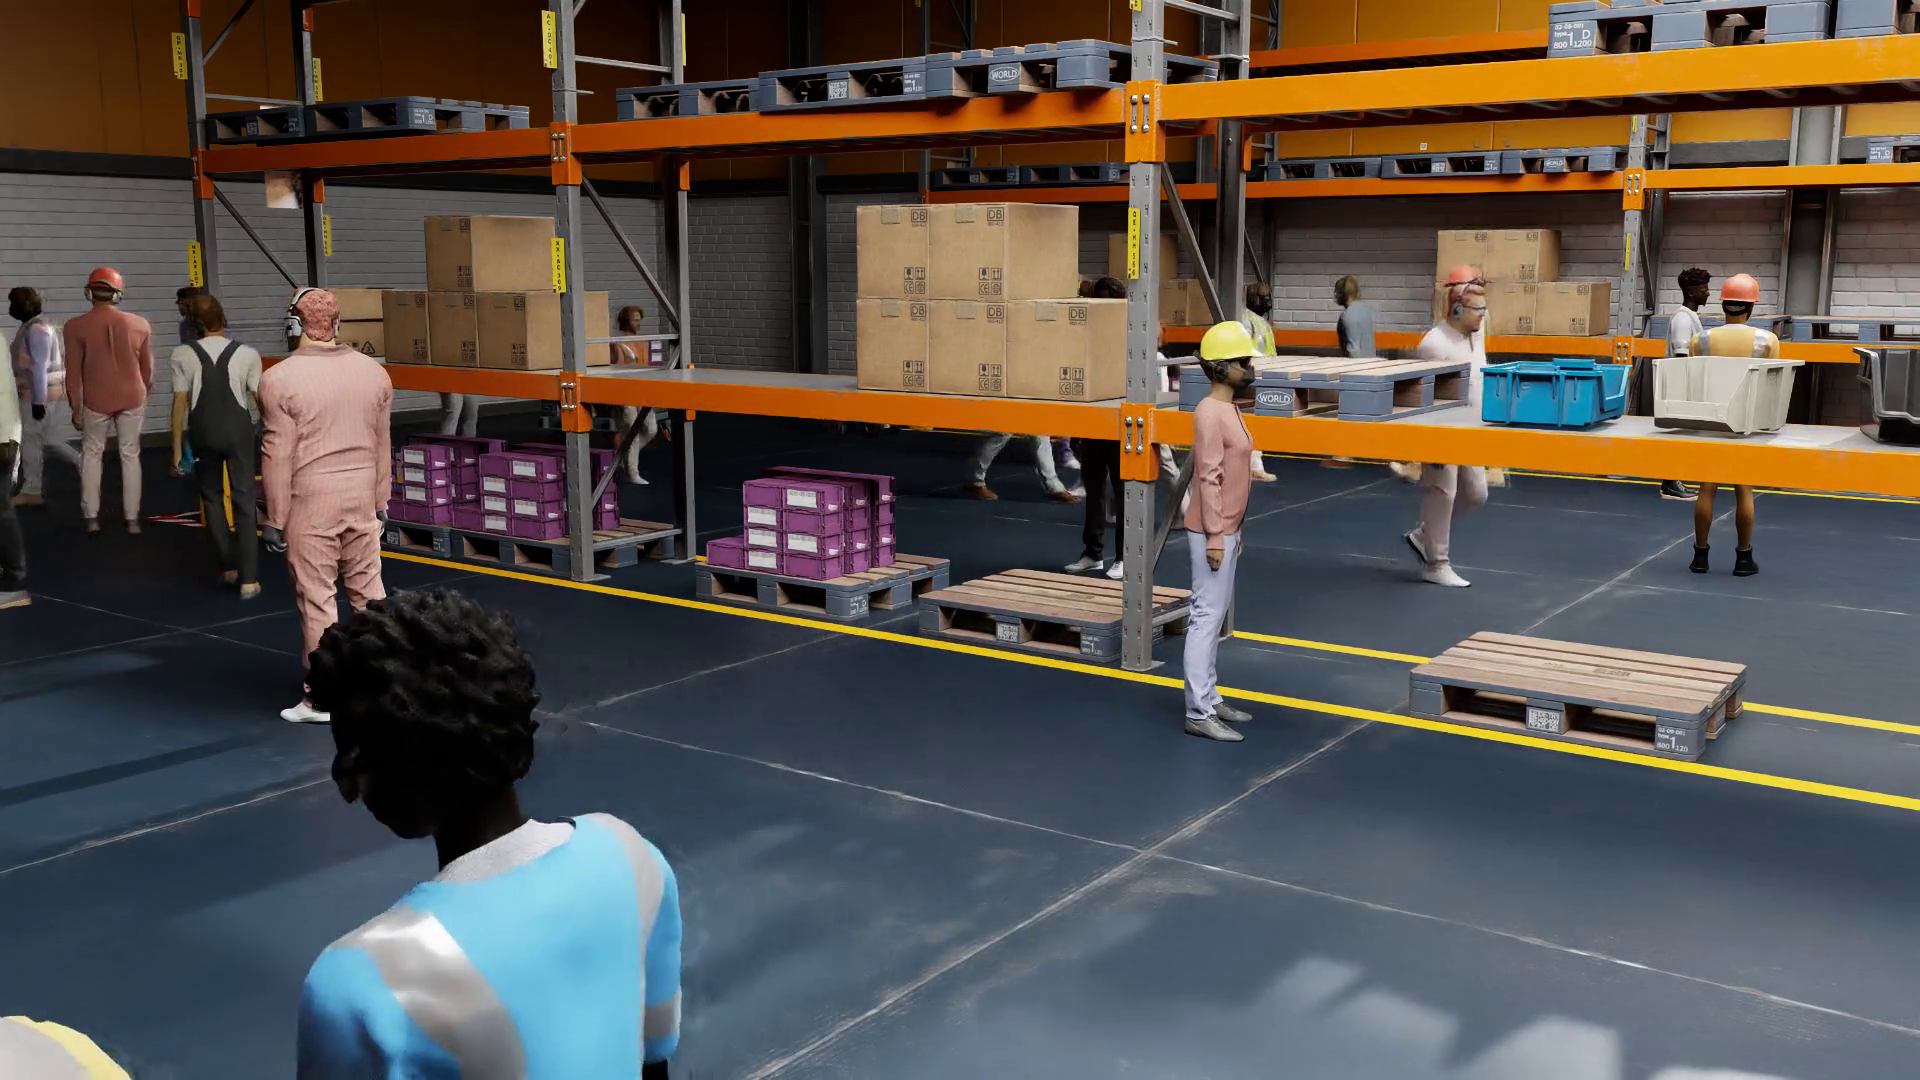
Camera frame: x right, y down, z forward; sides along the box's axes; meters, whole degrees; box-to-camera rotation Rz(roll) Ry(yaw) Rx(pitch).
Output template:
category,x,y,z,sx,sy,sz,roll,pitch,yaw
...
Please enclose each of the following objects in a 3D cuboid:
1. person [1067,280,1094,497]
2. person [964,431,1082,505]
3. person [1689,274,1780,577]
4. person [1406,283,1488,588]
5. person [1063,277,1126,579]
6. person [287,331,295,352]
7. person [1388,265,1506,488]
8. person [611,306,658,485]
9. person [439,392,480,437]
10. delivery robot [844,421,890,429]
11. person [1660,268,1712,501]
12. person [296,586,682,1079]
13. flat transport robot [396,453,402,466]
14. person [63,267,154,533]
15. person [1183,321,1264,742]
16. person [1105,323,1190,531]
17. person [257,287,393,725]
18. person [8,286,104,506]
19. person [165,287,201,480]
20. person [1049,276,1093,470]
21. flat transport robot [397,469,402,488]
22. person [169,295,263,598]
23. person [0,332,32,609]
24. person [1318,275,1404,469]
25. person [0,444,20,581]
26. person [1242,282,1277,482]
category,x,y,z,sx,sy,sz,roll,pitch,yaw
person,0.987,-1.280,14.198,0.473,1.855,0.570,5,11,27
person,0.481,-1.231,13.861,1.041,1.894,0.642,5,11,25
person,4.959,-0.734,10.714,0.542,1.939,0.361,6,11,31
person,3.039,-0.649,10.367,0.638,1.887,0.467,-9,13,-42
person,0.958,-0.719,10.687,0.593,1.920,0.391,9,13,42
person,-6.220,-1.505,15.931,0.494,1.722,0.579,2,10,12
person,4.449,-1.459,14.904,1.077,1.975,0.633,6,11,32
person,-2.970,-1.304,15.039,0.400,1.624,0.533,4,10,21
person,-4.694,-1.546,15.563,0.393,1.935,0.648,4,10,21
delivery robot,-1.097,-1.522,19.224,0.707,0.478,0.477,6,11,28
person,6.171,-1.326,14.160,0.368,1.966,0.602,4,10,23
person,-0.522,0.881,1.874,0.412,1.673,0.539,3,10,18
flat transport robot,-5.144,-0.640,15.109,0.652,0.197,1.431,-3,10,-17
person,-6.309,-1.027,12.361,0.627,1.966,0.521,-7,12,-37
person,1.117,-0.041,7.090,0.309,1.772,0.525,3,10,17
person,1.402,-0.865,12.503,0.886,1.590,0.533,3,10,16
person,-2.794,-0.146,7.308,0.409,1.908,0.640,6,11,32
person,-7.628,-1.202,13.856,0.669,1.822,0.630,-5,11,-26
person,-7.128,-1.472,15.611,0.897,1.781,0.647,-9,13,-43
person,1.084,-1.608,16.111,0.464,1.880,0.651,8,12,38
flat transport robot,-4.568,-0.490,14.219,1.431,0.197,0.652,-3,10,-18
person,-4.471,-0.572,10.120,0.602,1.810,0.718,-4,10,-23
person,-5.738,-0.591,9.735,0.635,1.980,0.435,8,12,40
person,3.954,-1.604,16.078,0.828,1.898,0.649,6,11,31
person,-5.881,-0.432,9.939,0.507,1.604,0.814,-8,12,-38
person,2.626,-1.437,15.218,0.561,1.830,0.636,5,11,28
